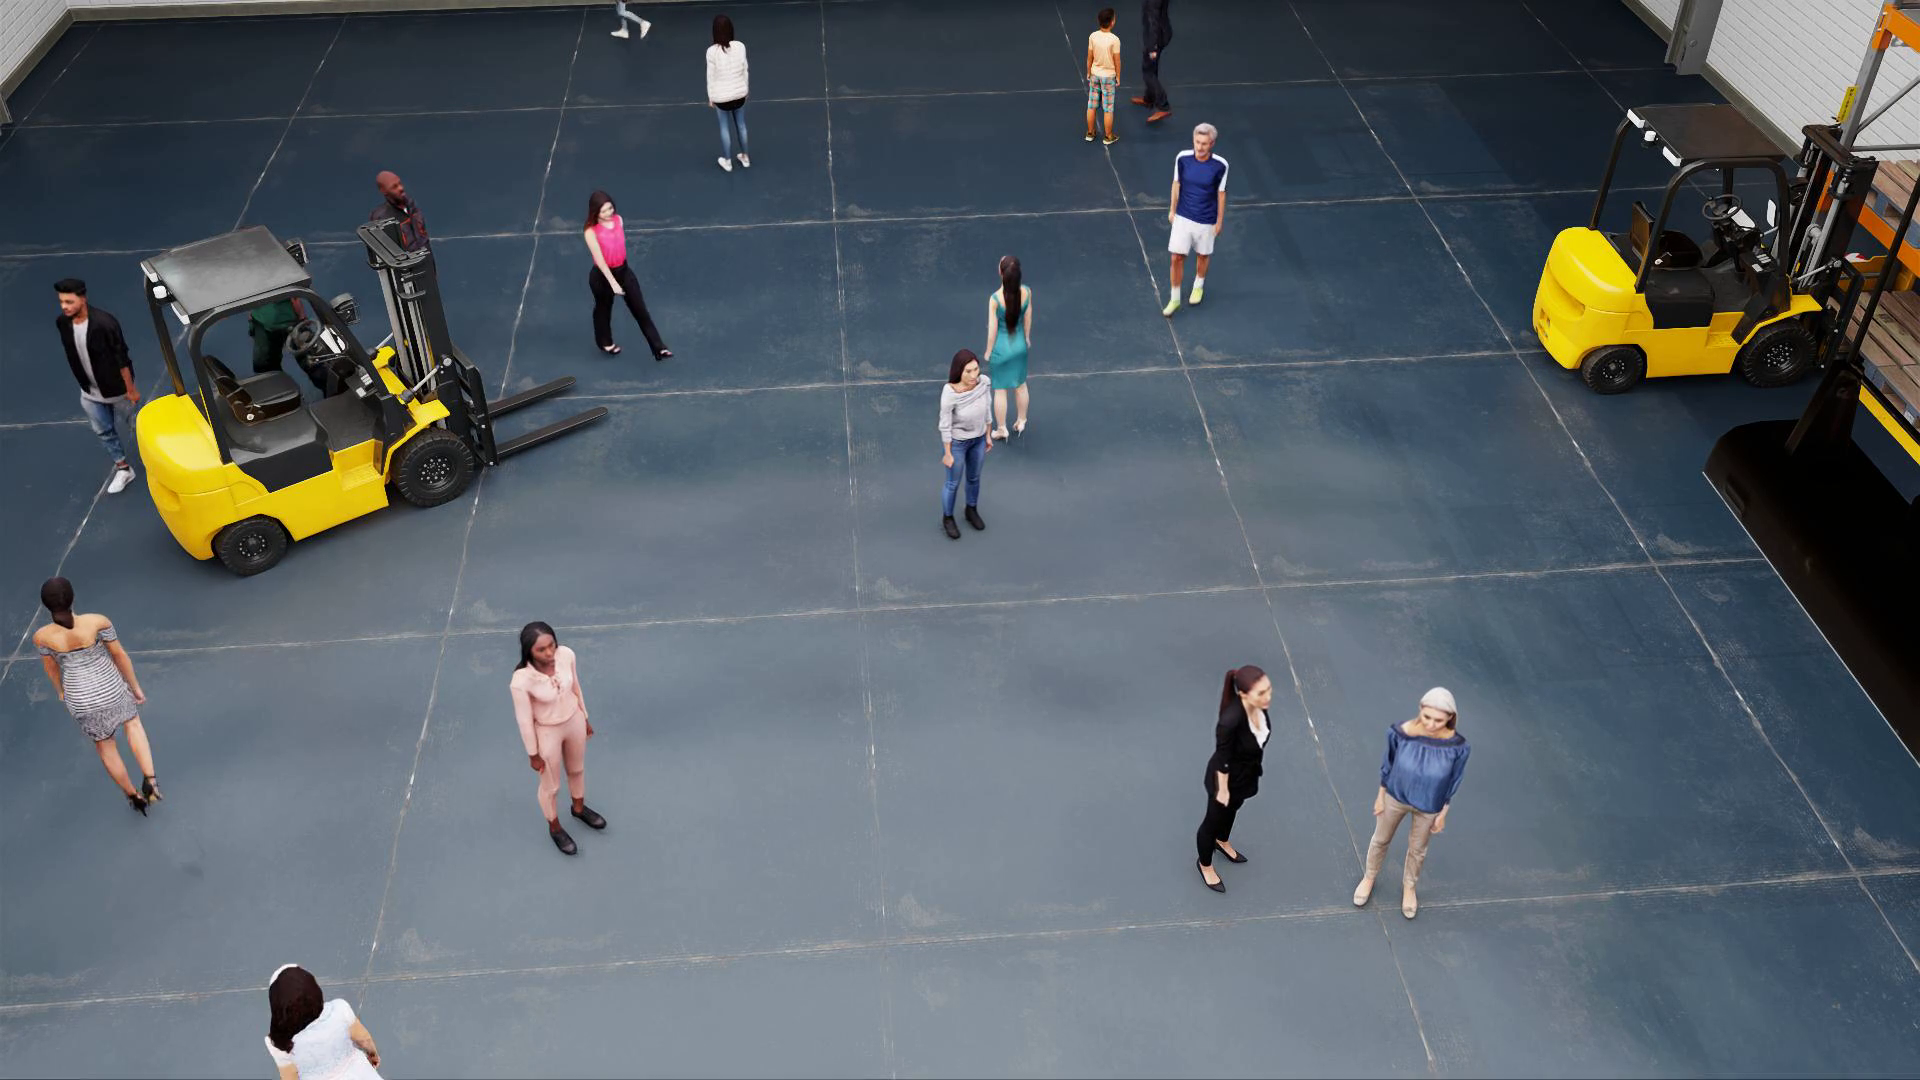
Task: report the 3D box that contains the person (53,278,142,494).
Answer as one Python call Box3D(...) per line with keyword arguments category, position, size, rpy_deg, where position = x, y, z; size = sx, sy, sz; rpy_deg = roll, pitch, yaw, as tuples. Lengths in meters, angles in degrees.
Box3D(category="person", position=(-6.570, -1.280, 12.934), size=(0.895, 1.782, 1.149), rpy_deg=(9, 39, 11))

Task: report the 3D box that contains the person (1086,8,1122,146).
Box3D(category="person", position=(1.533, -4.974, 17.816), size=(0.599, 1.461, 0.618), rpy_deg=(17, 42, 20))

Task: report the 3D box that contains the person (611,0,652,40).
Box3D(category="person", position=(-4.020, -6.669, 20.076), size=(0.650, 1.290, 0.722), rpy_deg=(3, 39, 4))

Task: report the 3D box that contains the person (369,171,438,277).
Box3D(category="person", position=(-4.698, -2.299, 14.175), size=(0.845, 1.825, 0.707), rpy_deg=(13, 40, 16))

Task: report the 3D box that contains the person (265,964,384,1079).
Box3D(category="person", position=(-2.910, 2.737, 7.909), size=(0.970, 1.775, 1.164), rpy_deg=(-23, 44, -26))

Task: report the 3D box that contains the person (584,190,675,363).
Box3D(category="person", position=(-3.052, -2.248, 14.276), size=(1.070, 1.618, 1.059), rpy_deg=(22, 44, 25))

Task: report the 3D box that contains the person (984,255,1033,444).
Box3D(category="person", position=(0.387, -1.529, 13.321), size=(0.623, 1.686, 0.603), rpy_deg=(-19, 42, -22))

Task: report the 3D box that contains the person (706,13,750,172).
Box3D(category="person", position=(-2.399, -4.648, 17.267), size=(0.693, 1.636, 0.699), rpy_deg=(-21, 43, -25))

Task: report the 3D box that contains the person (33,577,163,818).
Box3D(category="person", position=(-5.166, 1.026, 10.023), size=(0.747, 1.811, 0.800), rpy_deg=(-20, 43, -24))

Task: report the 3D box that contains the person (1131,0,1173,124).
Box3D(category="person", position=(2.145, -5.473, 18.187), size=(1.043, 1.778, 0.941), rpy_deg=(19, 43, 23))

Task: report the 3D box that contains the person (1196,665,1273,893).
Box3D(category="person", position=(1.596, 1.357, 9.729), size=(0.741, 1.661, 0.678), rpy_deg=(27, 46, 29))

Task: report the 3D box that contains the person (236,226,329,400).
Box3D(category="person", position=(-5.508, -1.778, 13.566), size=(0.896, 1.770, 0.953), rpy_deg=(9, 39, 11))

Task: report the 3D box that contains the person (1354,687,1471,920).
Box3D(category="person", position=(2.596, 1.487, 9.536), size=(0.691, 1.697, 0.690), rpy_deg=(11, 40, 14))

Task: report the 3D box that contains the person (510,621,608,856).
Box3D(category="person", position=(-2.410, 1.155, 9.934), size=(0.745, 1.720, 0.680), rpy_deg=(26, 45, 29))

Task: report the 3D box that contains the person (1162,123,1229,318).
Box3D(category="person", position=(2.154, -2.949, 14.998), size=(0.876, 1.813, 1.000), rpy_deg=(11, 40, 14))

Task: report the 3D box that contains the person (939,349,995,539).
Box3D(category="person", position=(0.029, -0.733, 12.370), size=(0.675, 1.630, 0.687), rpy_deg=(-25, 45, -28))
